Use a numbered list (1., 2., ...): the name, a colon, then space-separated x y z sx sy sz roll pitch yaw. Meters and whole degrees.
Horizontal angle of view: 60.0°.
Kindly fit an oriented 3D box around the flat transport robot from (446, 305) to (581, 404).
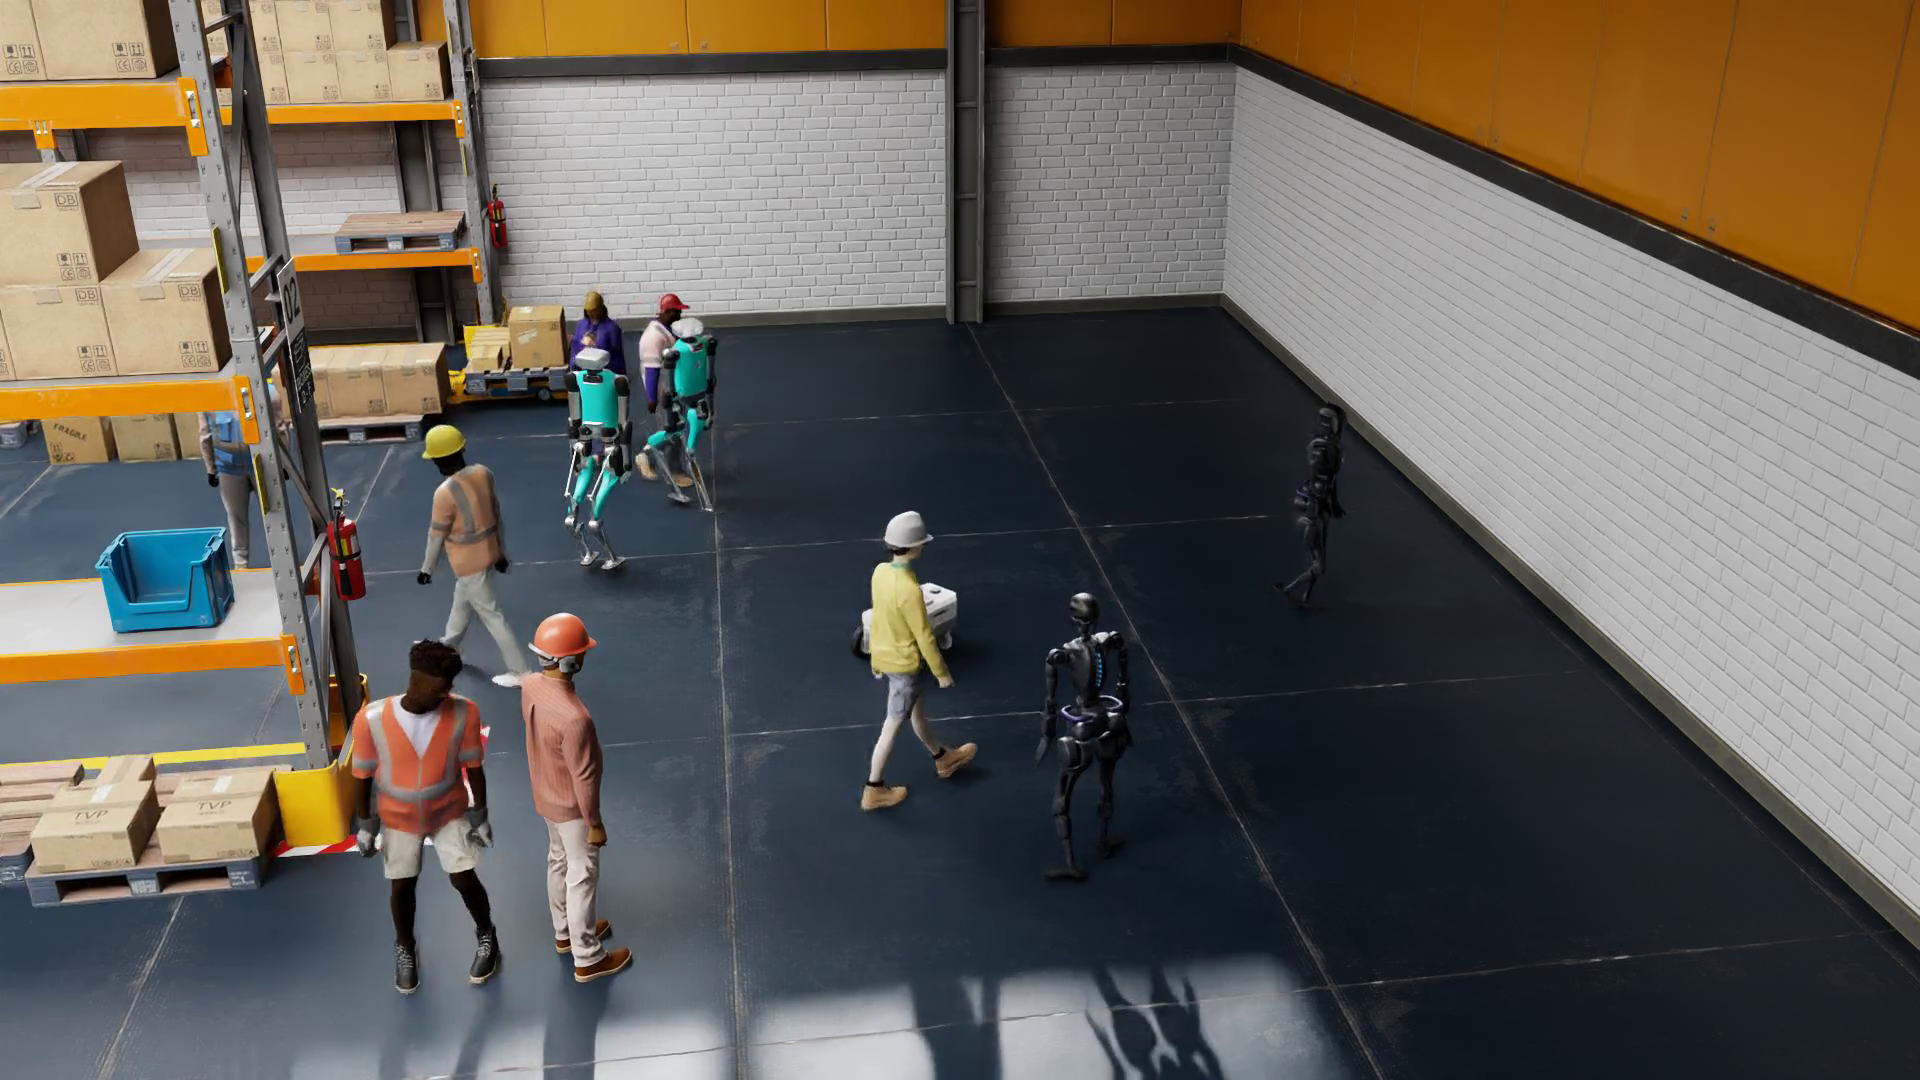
1. flat transport robot: -4.568 -1.607 17.058 1.431 0.231 0.659 -3 24 -7

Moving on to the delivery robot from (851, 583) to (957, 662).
1. delivery robot: -0.369 0.593 11.689 0.506 0.593 0.765 20 31 38

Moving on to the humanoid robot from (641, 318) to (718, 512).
1. humanoid robot: -2.395 -1.046 13.985 0.836 1.777 0.554 21 31 39

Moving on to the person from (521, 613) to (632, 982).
1. person: -1.938 1.285 8.341 0.401 1.986 0.610 -16 28 -32

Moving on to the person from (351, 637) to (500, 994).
1. person: -2.658 1.365 8.239 0.650 1.932 0.434 -7 25 -15

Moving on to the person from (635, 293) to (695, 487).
1. person: -2.561 -1.286 14.505 0.464 1.733 0.644 8 25 17

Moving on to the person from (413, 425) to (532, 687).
1. person: -3.358 0.111 11.174 0.986 1.859 0.576 5 24 10

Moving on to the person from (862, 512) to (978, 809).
1. person: -0.233 0.701 9.832 0.847 1.854 0.494 -11 26 -23

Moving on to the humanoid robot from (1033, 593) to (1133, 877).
1. humanoid robot: 0.725 1.064 9.210 0.599 1.640 0.392 -12 26 -26

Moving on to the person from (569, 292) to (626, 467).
1. person: -3.306 -1.478 15.126 0.463 1.581 0.825 9 25 19

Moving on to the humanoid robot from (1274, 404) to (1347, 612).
1. humanoid robot: 2.617 -0.233 12.183 0.353 1.646 0.590 13 27 26

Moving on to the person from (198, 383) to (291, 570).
1. person: -5.459 -0.575 12.769 0.631 1.836 0.429 -6 24 -14

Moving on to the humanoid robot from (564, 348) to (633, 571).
1. humanoid robot: -2.838 -0.571 12.756 0.530 1.702 0.734 6 24 14
